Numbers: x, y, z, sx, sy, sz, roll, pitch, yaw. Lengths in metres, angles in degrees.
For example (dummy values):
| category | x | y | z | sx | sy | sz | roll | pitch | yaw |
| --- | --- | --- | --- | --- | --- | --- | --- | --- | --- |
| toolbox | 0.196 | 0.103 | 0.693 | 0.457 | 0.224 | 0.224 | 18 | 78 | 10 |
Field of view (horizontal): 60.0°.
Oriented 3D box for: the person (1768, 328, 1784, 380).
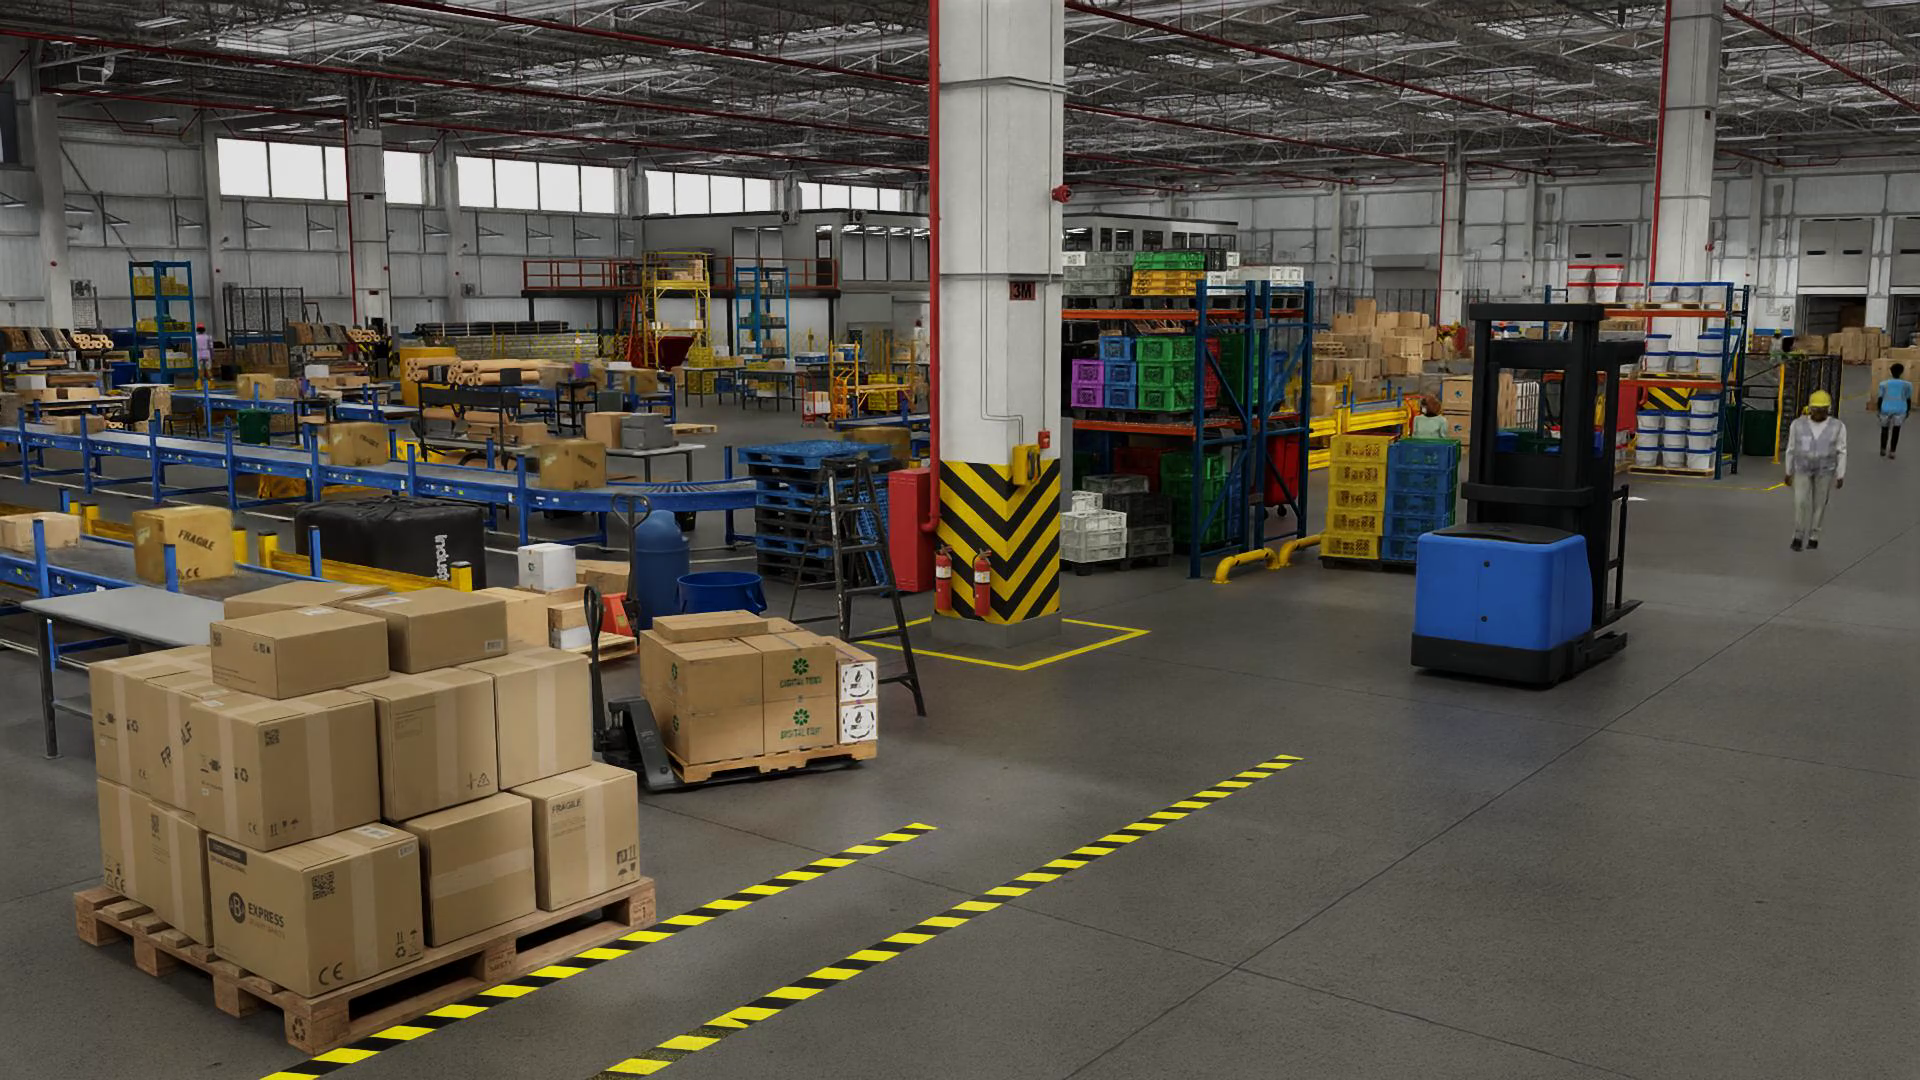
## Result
| category | x | y | z | sx | sy | sz | roll | pitch | yaw |
| --- | --- | --- | --- | --- | --- | --- | --- | --- | --- |
| person | 27.131 | -6.167 | 55.295 | 0.505 | 1.730 | 0.353 | 8 | 12 | 44 |

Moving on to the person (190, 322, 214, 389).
| category | x | y | z | sx | sy | sz | roll | pitch | yaw |
| --- | --- | --- | --- | --- | --- | --- | --- | --- | --- |
| person | -22.275 | -5.369 | 48.904 | 0.609 | 2.043 | 0.397 | -5 | 10 | -32 |

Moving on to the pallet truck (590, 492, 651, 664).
| category | x | y | z | sx | sy | sz | roll | pitch | yaw |
| --- | --- | --- | --- | --- | --- | --- | --- | --- | --- |
| pallet truck | -3.115 | 0.344 | 12.883 | 0.653 | 1.274 | 1.630 | 7 | 11 | 37 |

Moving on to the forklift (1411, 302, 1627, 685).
| category | x | y | z | sx | sy | sz | roll | pitch | yaw |
| --- | --- | --- | --- | --- | --- | --- | --- | --- | --- |
| forklift | 4.379 | -0.438 | 12.852 | 1.129 | 2.768 | 1.873 | 7 | 11 | 37 |

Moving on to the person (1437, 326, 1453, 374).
| category | x | y | z | sx | sy | sz | roll | pitch | yaw |
| --- | --- | --- | --- | --- | --- | --- | --- | --- | --- |
| person | 14.756 | -5.553 | 50.567 | 0.495 | 1.911 | 0.580 | 4 | 9 | 26 |

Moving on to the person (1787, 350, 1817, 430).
| category | x | y | z | sx | sy | sz | roll | pitch | yaw |
| --- | --- | --- | --- | --- | --- | --- | --- | --- | --- |
| person | 17.459 | -3.066 | 34.451 | 0.544 | 1.717 | 0.834 | -2 | 9 | -16 |

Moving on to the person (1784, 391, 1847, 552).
| category | x | y | z | sx | sy | sz | roll | pitch | yaw |
| --- | --- | --- | --- | --- | --- | --- | --- | --- | --- |
| person | 9.550 | -0.752 | 18.591 | 0.621 | 1.792 | 0.873 | 5 | 10 | 28 |

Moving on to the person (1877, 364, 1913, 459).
| category | x | y | z | sx | sy | sz | roll | pitch | yaw |
| --- | --- | --- | --- | --- | --- | --- | --- | --- | --- |
| person | 16.463 | -2.273 | 29.320 | 0.546 | 1.643 | 0.884 | 4 | 9 | 27 |

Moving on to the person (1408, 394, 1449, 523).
| category | x | y | z | sx | sy | sz | roll | pitch | yaw |
| --- | --- | --- | --- | --- | --- | --- | --- | --- | --- |
| person | 5.906 | -1.024 | 20.982 | 0.282 | 1.633 | 0.498 | -8 | 12 | -44 |

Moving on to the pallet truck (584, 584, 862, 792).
| category | x | y | z | sx | sy | sz | roll | pitch | yaw |
| --- | --- | --- | --- | --- | --- | --- | --- | --- | --- |
| pallet truck | -1.426 | 0.805 | 10.019 | 1.601 | 1.201 | 0.680 | -4 | 9 | -26 |

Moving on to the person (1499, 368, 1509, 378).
| category | x | y | z | sx | sy | sz | roll | pitch | yaw |
| --- | --- | --- | --- | --- | --- | --- | --- | --- | --- |
| person | 12.903 | -3.901 | 40.024 | 0.717 | 1.741 | 0.539 | -8 | 12 | -43 |

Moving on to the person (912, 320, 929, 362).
| category | x | y | z | sx | sy | sz | roll | pitch | yaw |
| --- | --- | --- | --- | --- | --- | --- | --- | --- | --- |
| person | -1.616 | -7.790 | 65.980 | 0.588 | 1.829 | 1.024 | 7 | 11 | 39 |

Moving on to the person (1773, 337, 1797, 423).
| category | x | y | z | sx | sy | sz | roll | pitch | yaw |
| --- | --- | --- | --- | --- | --- | --- | --- | --- | --- |
| person | 18.230 | -3.533 | 36.854 | 0.906 | 1.932 | 0.603 | 6 | 10 | 33 |

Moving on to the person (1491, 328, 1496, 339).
| category | x | y | z | sx | sy | sz | roll | pitch | yaw |
| --- | --- | --- | --- | --- | --- | --- | --- | --- | --- |
| person | 13.798 | -4.546 | 43.514 | 0.396 | 1.992 | 0.623 | 1 | 9 | 10 |

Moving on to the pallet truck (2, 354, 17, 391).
| category | x | y | z | sx | sy | sz | roll | pitch | yaw |
| --- | --- | --- | --- | --- | --- | --- | --- | --- | --- |
| pallet truck | -24.881 | -4.417 | 42.634 | 1.885 | 1.965 | 0.823 | 8 | 11 | 41 |

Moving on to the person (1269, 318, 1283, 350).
| category | x | y | z | sx | sy | sz | roll | pitch | yaw |
| --- | --- | --- | --- | --- | --- | --- | --- | --- | --- |
| person | 16.044 | -10.587 | 84.637 | 0.980 | 1.885 | 0.603 | 8 | 11 | 42 |

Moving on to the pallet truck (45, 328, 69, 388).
| category | x | y | z | sx | sy | sz | roll | pitch | yaw |
| --- | --- | --- | --- | --- | --- | --- | --- | --- | --- |
| pallet truck | -23.775 | -4.544 | 43.495 | 1.885 | 1.965 | 0.823 | 6 | 10 | 35 |

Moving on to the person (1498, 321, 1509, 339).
| category | x | y | z | sx | sy | sz | roll | pitch | yaw |
| --- | --- | --- | --- | --- | --- | --- | --- | --- | --- |
| person | 18.961 | -6.676 | 58.113 | 0.399 | 1.923 | 0.555 | 2 | 9 | 10 |
